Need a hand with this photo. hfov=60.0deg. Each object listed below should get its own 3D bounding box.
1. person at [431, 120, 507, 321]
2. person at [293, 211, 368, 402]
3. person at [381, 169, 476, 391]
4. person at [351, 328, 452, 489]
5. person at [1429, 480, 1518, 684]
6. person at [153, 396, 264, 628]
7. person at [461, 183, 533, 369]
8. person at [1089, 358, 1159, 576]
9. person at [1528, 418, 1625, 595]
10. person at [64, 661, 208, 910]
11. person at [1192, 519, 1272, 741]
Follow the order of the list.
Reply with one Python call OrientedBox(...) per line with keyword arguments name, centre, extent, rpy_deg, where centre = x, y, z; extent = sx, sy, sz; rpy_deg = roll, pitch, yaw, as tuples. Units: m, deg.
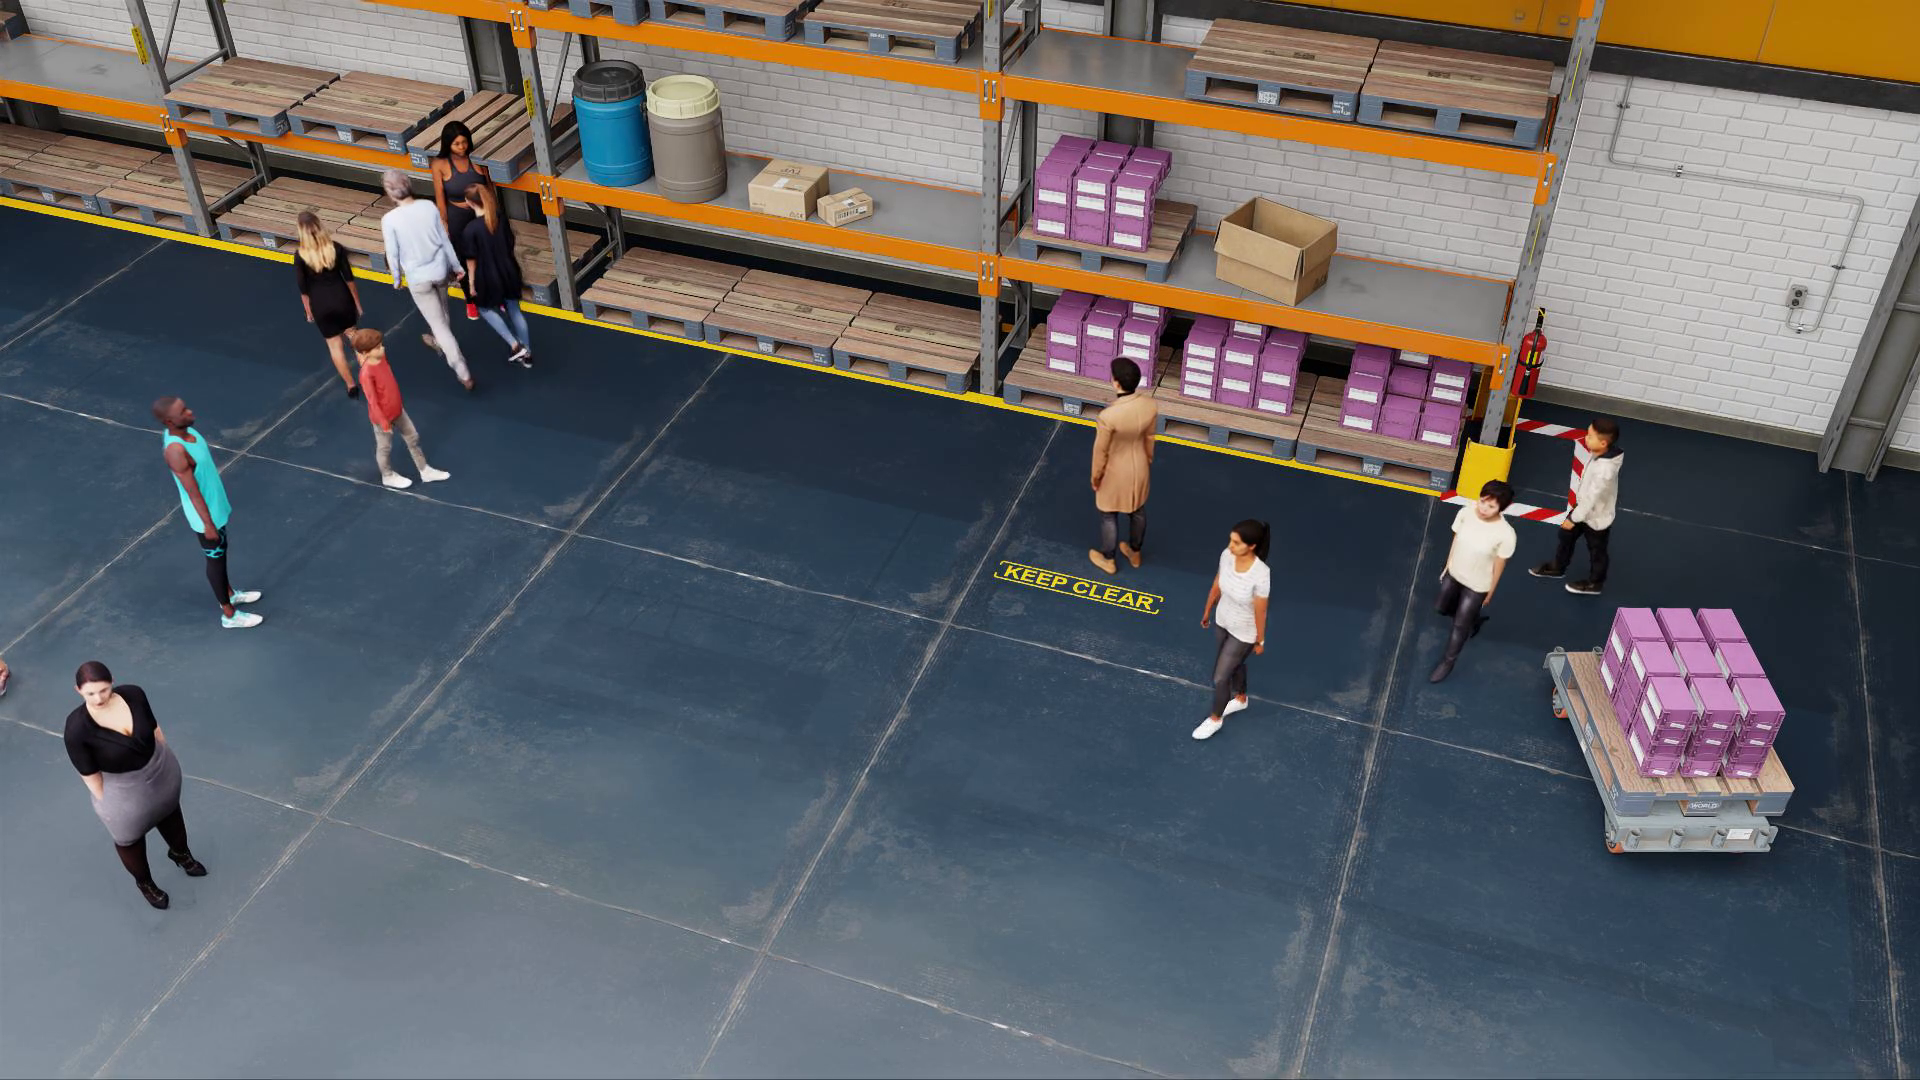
OrientedBox(name="person", centre=(-4.254, -2.799, 14.433), extent=(0.768, 1.815, 0.826), rpy_deg=(-17, 42, -20))
OrientedBox(name="person", centre=(-4.995, -1.815, 13.321), extent=(0.712, 1.664, 0.771), rpy_deg=(-25, 45, -28))
OrientedBox(name="person", centre=(-4.279, -2.065, 13.498), extent=(1.117, 1.834, 1.355), rpy_deg=(-27, 46, -29))
OrientedBox(name="person", centre=(-4.372, -0.977, 12.481), extent=(0.775, 1.404, 0.593), rpy_deg=(8, 39, 9))
OrientedBox(name="person", centre=(3.352, 0.235, 10.826), extent=(0.897, 1.575, 0.871), rpy_deg=(-23, 44, -26))
OrientedBox(name="person", centre=(-5.082, -0.204, 11.187), extent=(0.718, 1.811, 0.684), rpy_deg=(-12, 40, -15))
OrientedBox(name="person", centre=(-3.786, -2.127, 13.700), extent=(0.789, 1.679, 0.827), rpy_deg=(-28, 47, -31))
OrientedBox(name="person", centre=(1.149, -0.502, 11.631), extent=(0.765, 1.722, 0.822), rpy_deg=(-17, 42, -20))
OrientedBox(name="person", centre=(4.467, -0.202, 11.491), extent=(0.793, 1.427, 0.686), rpy_deg=(2, 39, 3))
OrientedBox(name="person", centre=(-4.631, 1.340, 9.297), extent=(0.682, 1.757, 0.706), rpy_deg=(21, 43, 24))
OrientedBox(name="person", centre=(1.809, 0.513, 10.434), extent=(0.866, 1.630, 0.813), rpy_deg=(-19, 42, -22))
